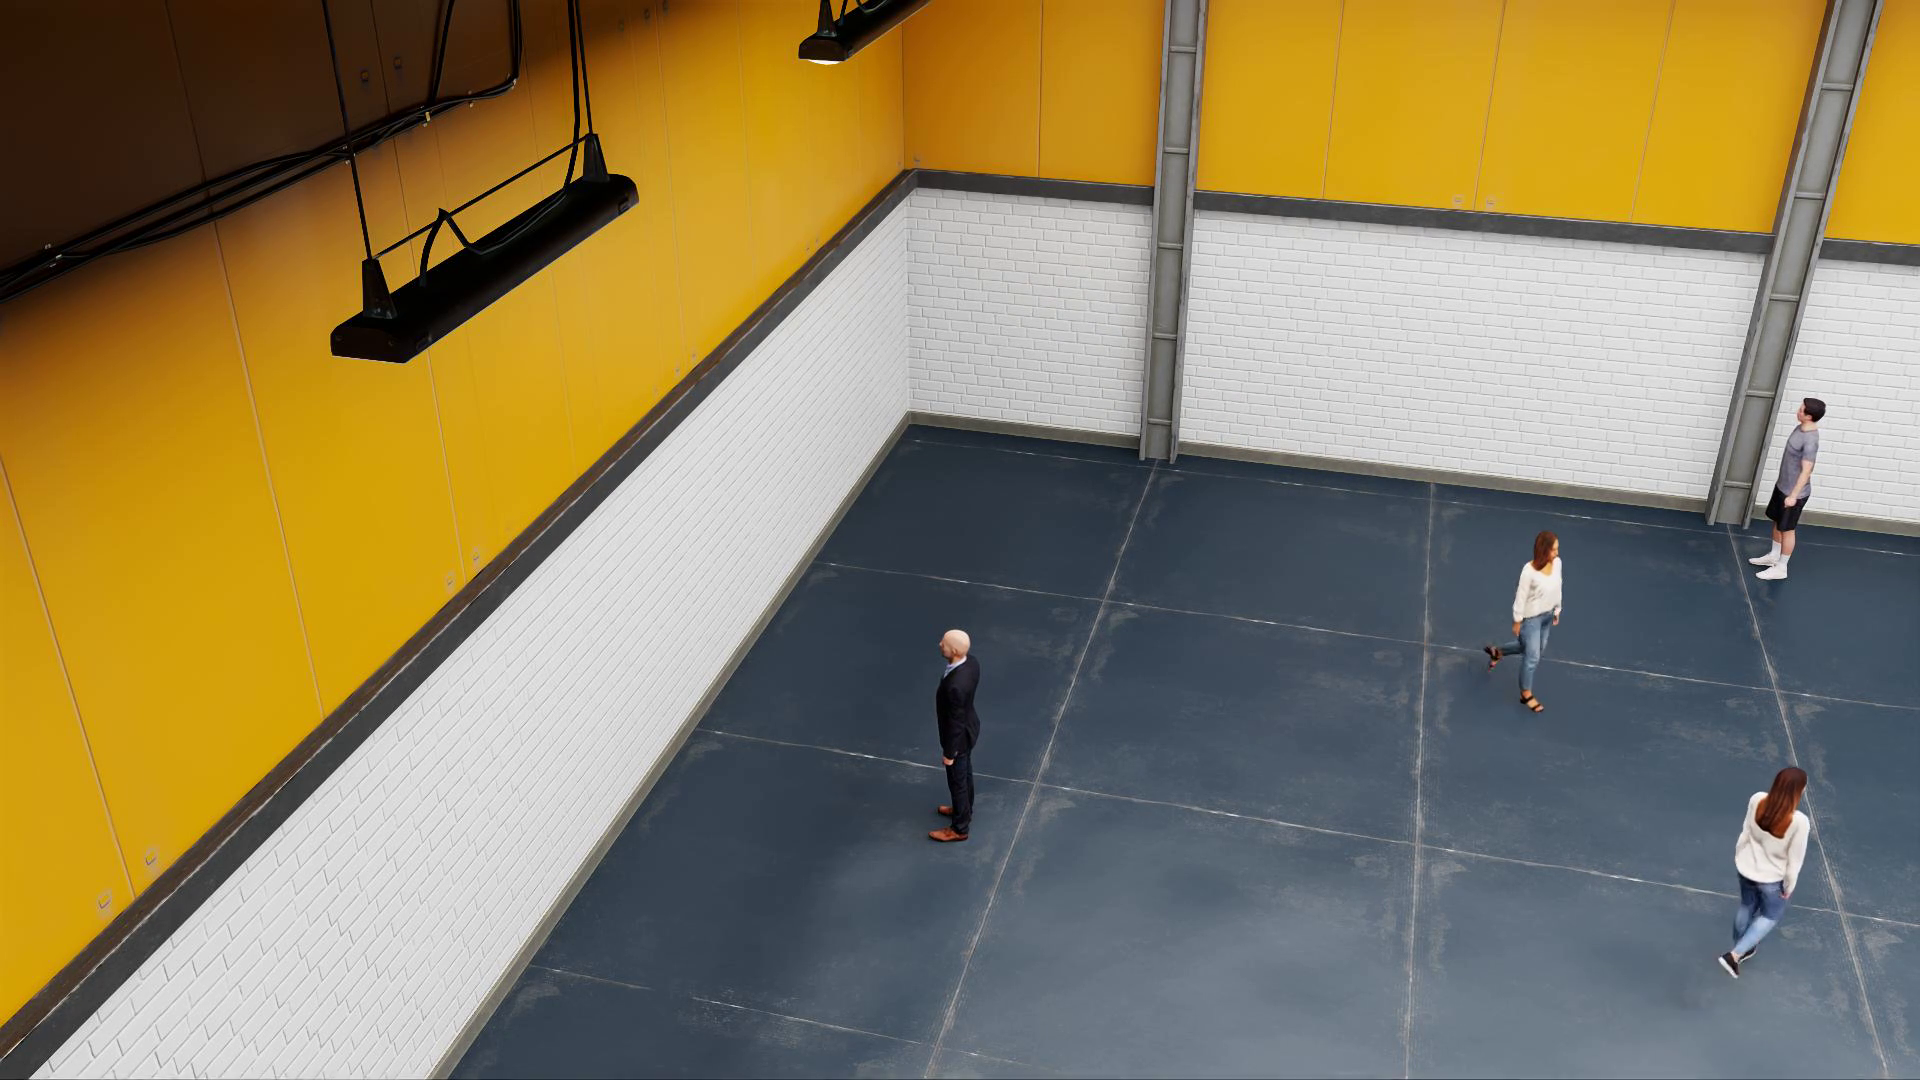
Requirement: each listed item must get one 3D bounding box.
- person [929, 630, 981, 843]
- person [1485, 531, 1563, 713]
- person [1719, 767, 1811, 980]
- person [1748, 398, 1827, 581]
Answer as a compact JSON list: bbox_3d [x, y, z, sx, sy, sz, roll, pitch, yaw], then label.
[{"bbox_3d":[-0.012,1.453,12.520,0.594,1.800,0.685,5,29,9],"label":"person"},{"bbox_3d":[4.833,0.628,14.175,0.942,1.664,1.022,-17,33,-28],"label":"person"},{"bbox_3d":[5.360,2.259,11.169,0.938,1.679,0.888,-18,33,-29],"label":"person"},{"bbox_3d":[8.040,-0.506,16.036,0.548,1.873,0.660,5,29,9],"label":"person"}]
